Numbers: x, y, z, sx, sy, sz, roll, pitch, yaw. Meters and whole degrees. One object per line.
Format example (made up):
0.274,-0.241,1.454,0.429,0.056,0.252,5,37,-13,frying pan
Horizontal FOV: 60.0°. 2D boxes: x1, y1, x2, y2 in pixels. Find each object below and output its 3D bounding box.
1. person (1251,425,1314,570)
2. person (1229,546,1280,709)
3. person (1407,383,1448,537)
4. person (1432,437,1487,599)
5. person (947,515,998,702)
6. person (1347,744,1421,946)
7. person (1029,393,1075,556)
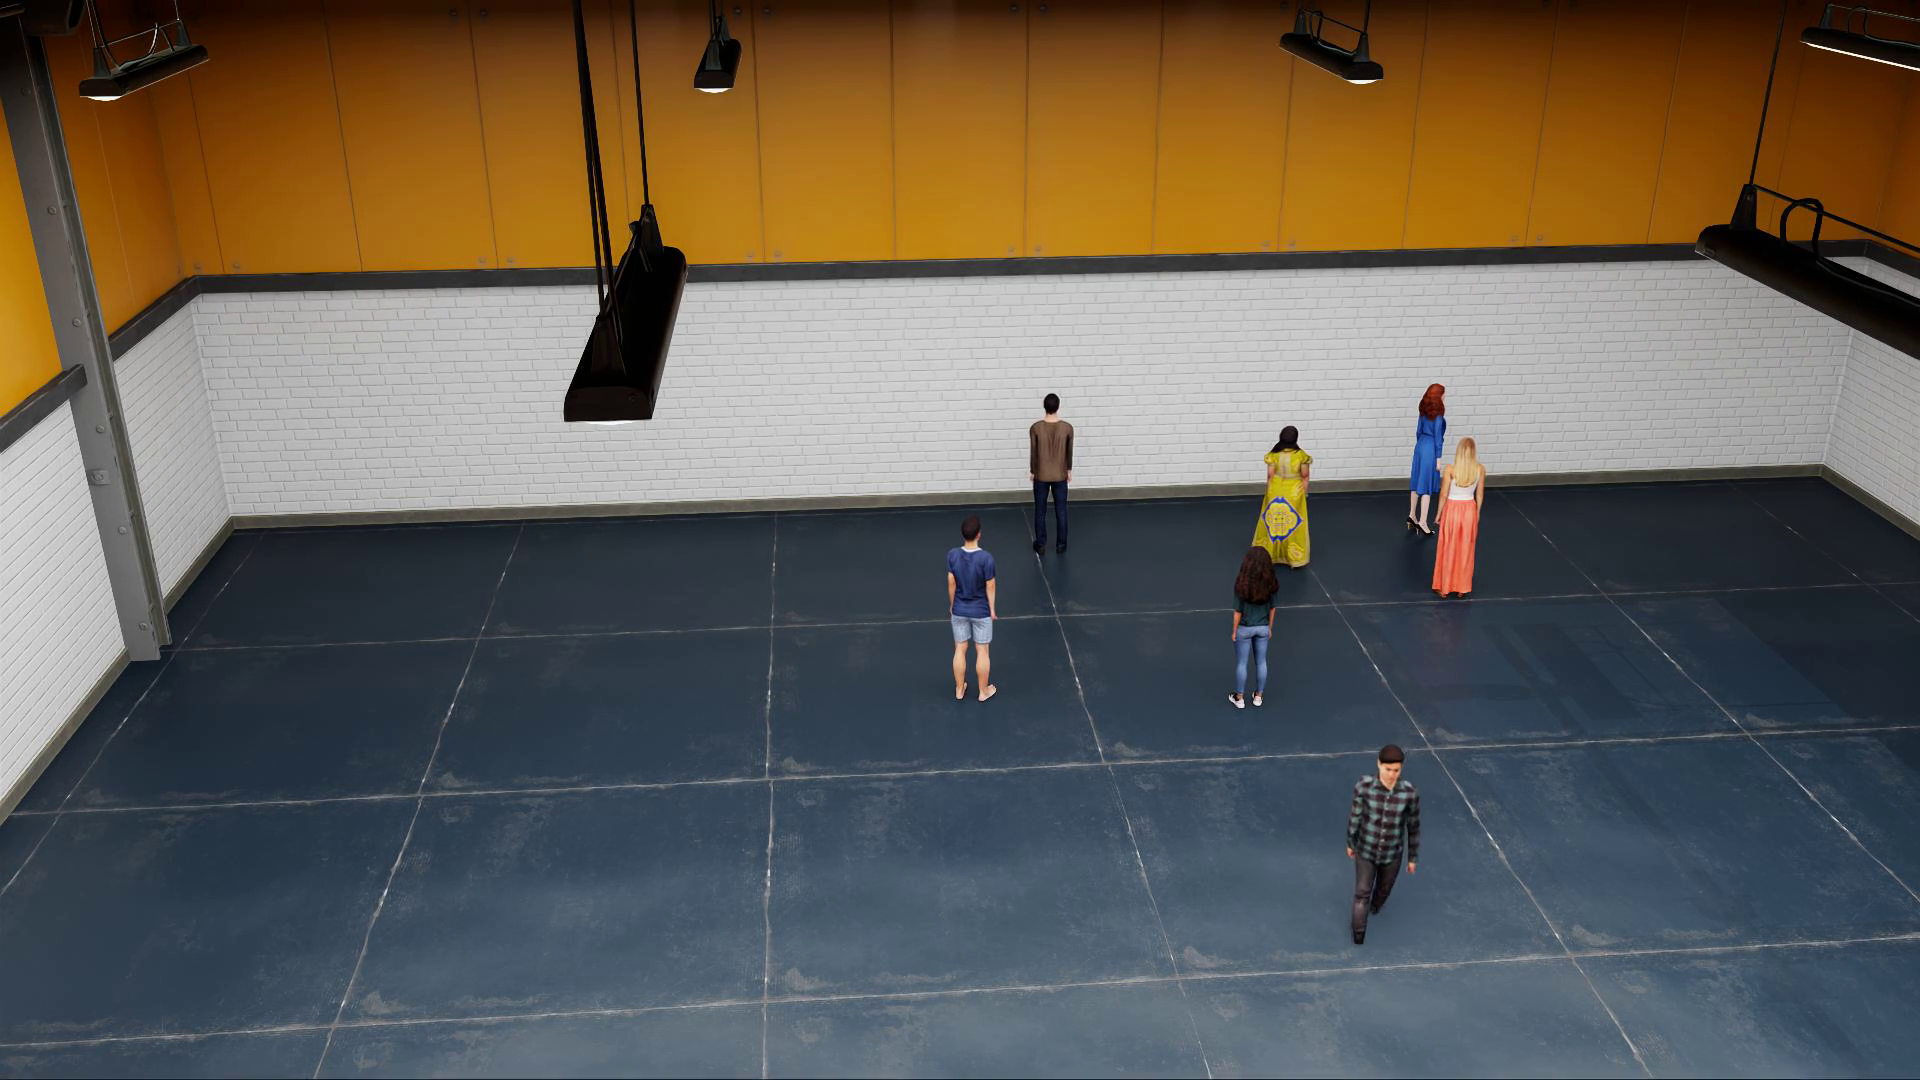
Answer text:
3.614,-0.484,18.446,0.976,1.660,0.955,8,25,17,person
2.736,0.809,15.542,0.598,1.617,0.591,-3,24,-7,person
5.412,-0.940,19.279,0.712,1.829,0.565,-7,24,-15,person
5.317,-0.243,17.719,0.655,1.802,0.616,1,24,3,person
0.111,0.647,15.622,0.691,1.850,0.679,7,24,15,person
3.141,2.248,12.437,0.855,1.701,1.035,4,24,10,person
1.019,-0.747,18.764,0.646,1.887,0.542,-1,24,-3,person
